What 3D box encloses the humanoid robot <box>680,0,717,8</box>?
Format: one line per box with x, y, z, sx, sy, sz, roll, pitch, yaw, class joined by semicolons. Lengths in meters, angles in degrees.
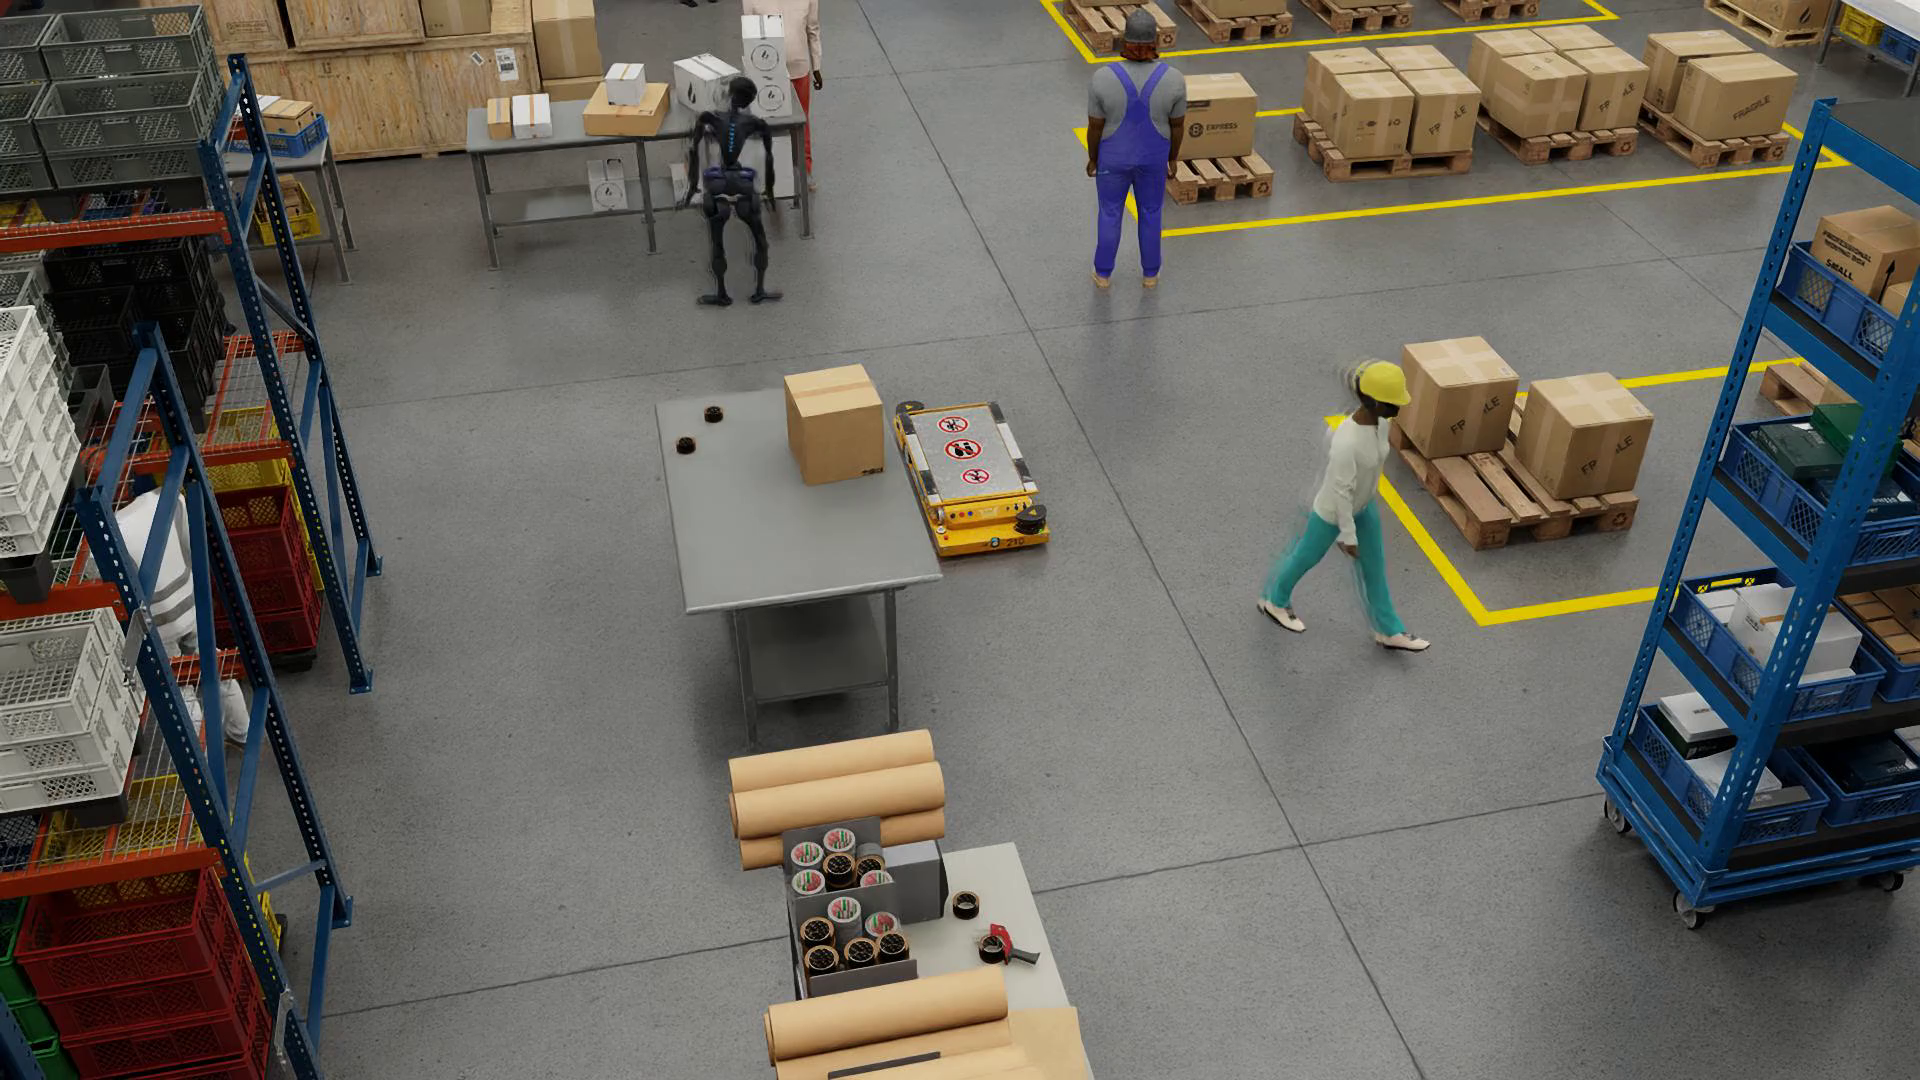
-2.726;-6.256;16.770;0.611;1.657;0.315;-19;41;-24;humanoid robot

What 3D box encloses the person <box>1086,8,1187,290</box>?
1.218;-2.752;11.770;0.688;2.000;0.539;0;37;0;person

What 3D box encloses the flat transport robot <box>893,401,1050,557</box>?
0.046;-0.430;10.108;0.652;0.197;1.431;-8;37;-10;flat transport robot

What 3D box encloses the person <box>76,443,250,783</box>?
-3.685;0.372;7.700;0.343;1.882;0.578;15;39;19;person

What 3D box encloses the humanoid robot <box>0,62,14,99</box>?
-6.804;-2.778;12.135;0.749;1.622;0.600;-22;42;-27;humanoid robot

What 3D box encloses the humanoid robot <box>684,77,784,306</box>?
-1.621;-2.446;11.673;0.655;1.628;0.380;-4;37;-6;humanoid robot

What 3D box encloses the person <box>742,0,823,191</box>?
-1.383;-3.705;13.088;0.610;1.995;0.376;-8;37;-11;person

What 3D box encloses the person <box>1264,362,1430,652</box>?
2.041;-0.144;8.532;0.916;1.717;0.541;29;45;33;person

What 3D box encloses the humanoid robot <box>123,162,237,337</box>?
-5.258;-2.076;11.153;0.613;1.656;0.317;4;37;6;humanoid robot
